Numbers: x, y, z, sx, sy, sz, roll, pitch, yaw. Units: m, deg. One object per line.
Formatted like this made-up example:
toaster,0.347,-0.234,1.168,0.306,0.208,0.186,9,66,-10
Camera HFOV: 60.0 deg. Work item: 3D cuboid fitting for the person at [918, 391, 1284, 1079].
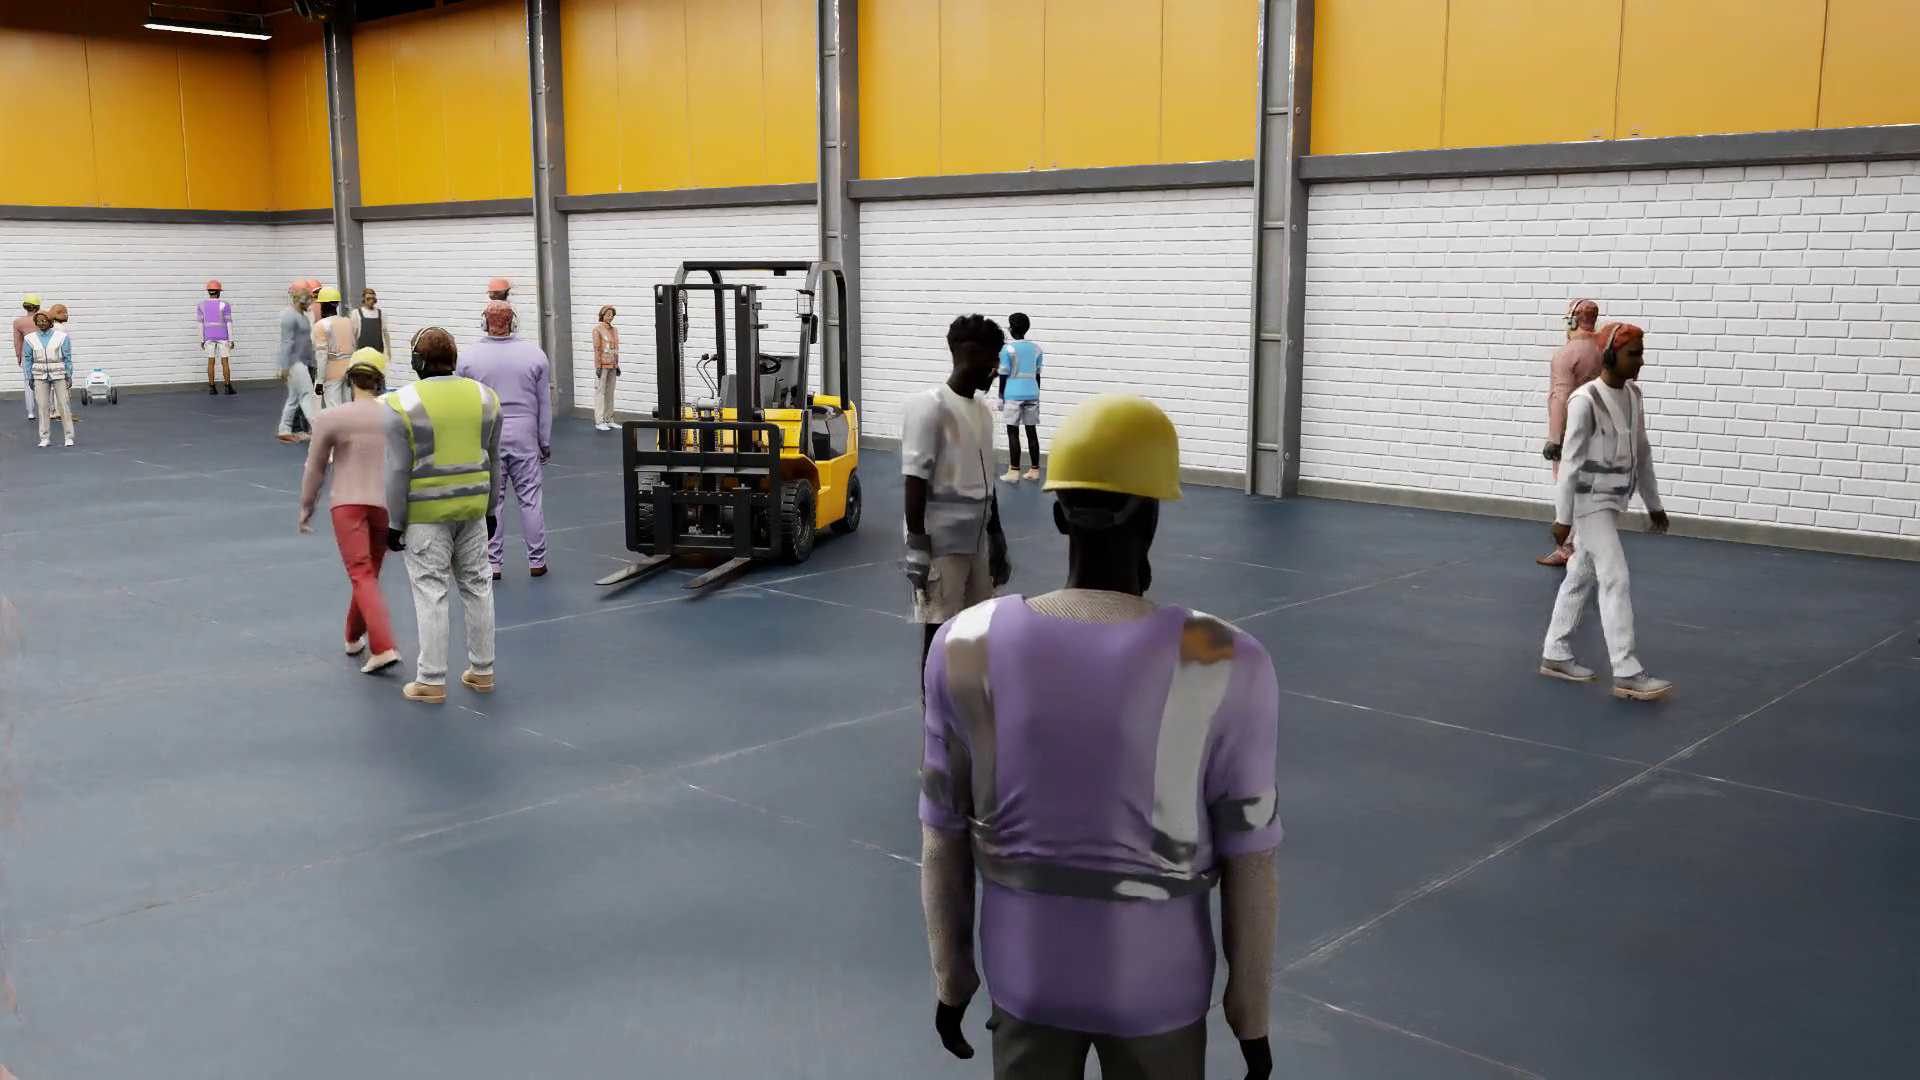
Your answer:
person,0.235,0.716,2.780,0.593,1.922,0.387,3,10,18

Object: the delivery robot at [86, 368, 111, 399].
delivery robot,-13.553,-2.461,26.159,0.477,0.478,0.707,-5,10,-26

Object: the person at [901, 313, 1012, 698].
person,-0.047,0.011,7.095,0.410,1.932,0.709,6,11,32

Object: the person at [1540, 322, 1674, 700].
person,3.309,-0.146,8.304,0.880,1.850,0.599,9,13,44

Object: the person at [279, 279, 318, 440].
person,-8.182,-2.241,20.704,0.383,1.992,0.609,2,9,12

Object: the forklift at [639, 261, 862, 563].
forklift,-1.552,-1.040,12.721,1.214,2.155,2.313,2,9,11

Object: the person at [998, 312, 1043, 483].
person,0.599,-1.416,16.559,0.534,1.691,0.320,-7,11,-35

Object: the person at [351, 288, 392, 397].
person,-8.686,-2.798,24.607,0.535,1.828,0.533,-7,11,-36

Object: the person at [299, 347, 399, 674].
person,-3.176,-0.165,8.864,0.593,1.704,0.881,-6,11,-34

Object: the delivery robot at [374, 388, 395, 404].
delivery robot,-7.458,-1.752,21.813,0.707,0.478,0.477,4,10,22

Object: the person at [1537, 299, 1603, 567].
person,4.389,-0.757,11.863,0.649,1.906,0.401,-6,11,-33

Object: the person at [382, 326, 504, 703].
person,-2.549,-0.124,8.183,0.429,1.844,0.627,8,13,42

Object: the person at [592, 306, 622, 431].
person,-4.661,-2.268,21.954,0.315,1.636,0.515,4,10,22

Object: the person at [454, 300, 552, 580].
person,-3.119,-0.680,11.392,0.643,1.910,0.399,-4,10,-21

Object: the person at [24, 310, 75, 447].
person,-10.862,-1.922,19.857,0.509,1.631,0.310,-3,10,-17

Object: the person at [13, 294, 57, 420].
person,-13.029,-2.577,23.453,0.524,1.769,0.326,-1,9,-7

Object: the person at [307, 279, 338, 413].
person,-8.679,-2.530,22.500,0.407,1.987,0.614,6,11,31

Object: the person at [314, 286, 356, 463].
person,-6.831,-1.795,18.164,0.370,1.927,0.588,3,10,16

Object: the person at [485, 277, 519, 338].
person,-5.747,-2.356,21.327,0.693,2.021,0.617,-4,10,-21

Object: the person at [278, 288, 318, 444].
person,-7.936,-2.093,20.122,0.833,1.883,0.700,-1,9,-6

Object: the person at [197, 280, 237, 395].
person,-12.526,-3.410,28.042,0.551,1.932,0.376,-1,9,-7

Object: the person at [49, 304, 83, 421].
person,-12.497,-2.464,23.162,0.499,1.634,0.289,9,13,43
